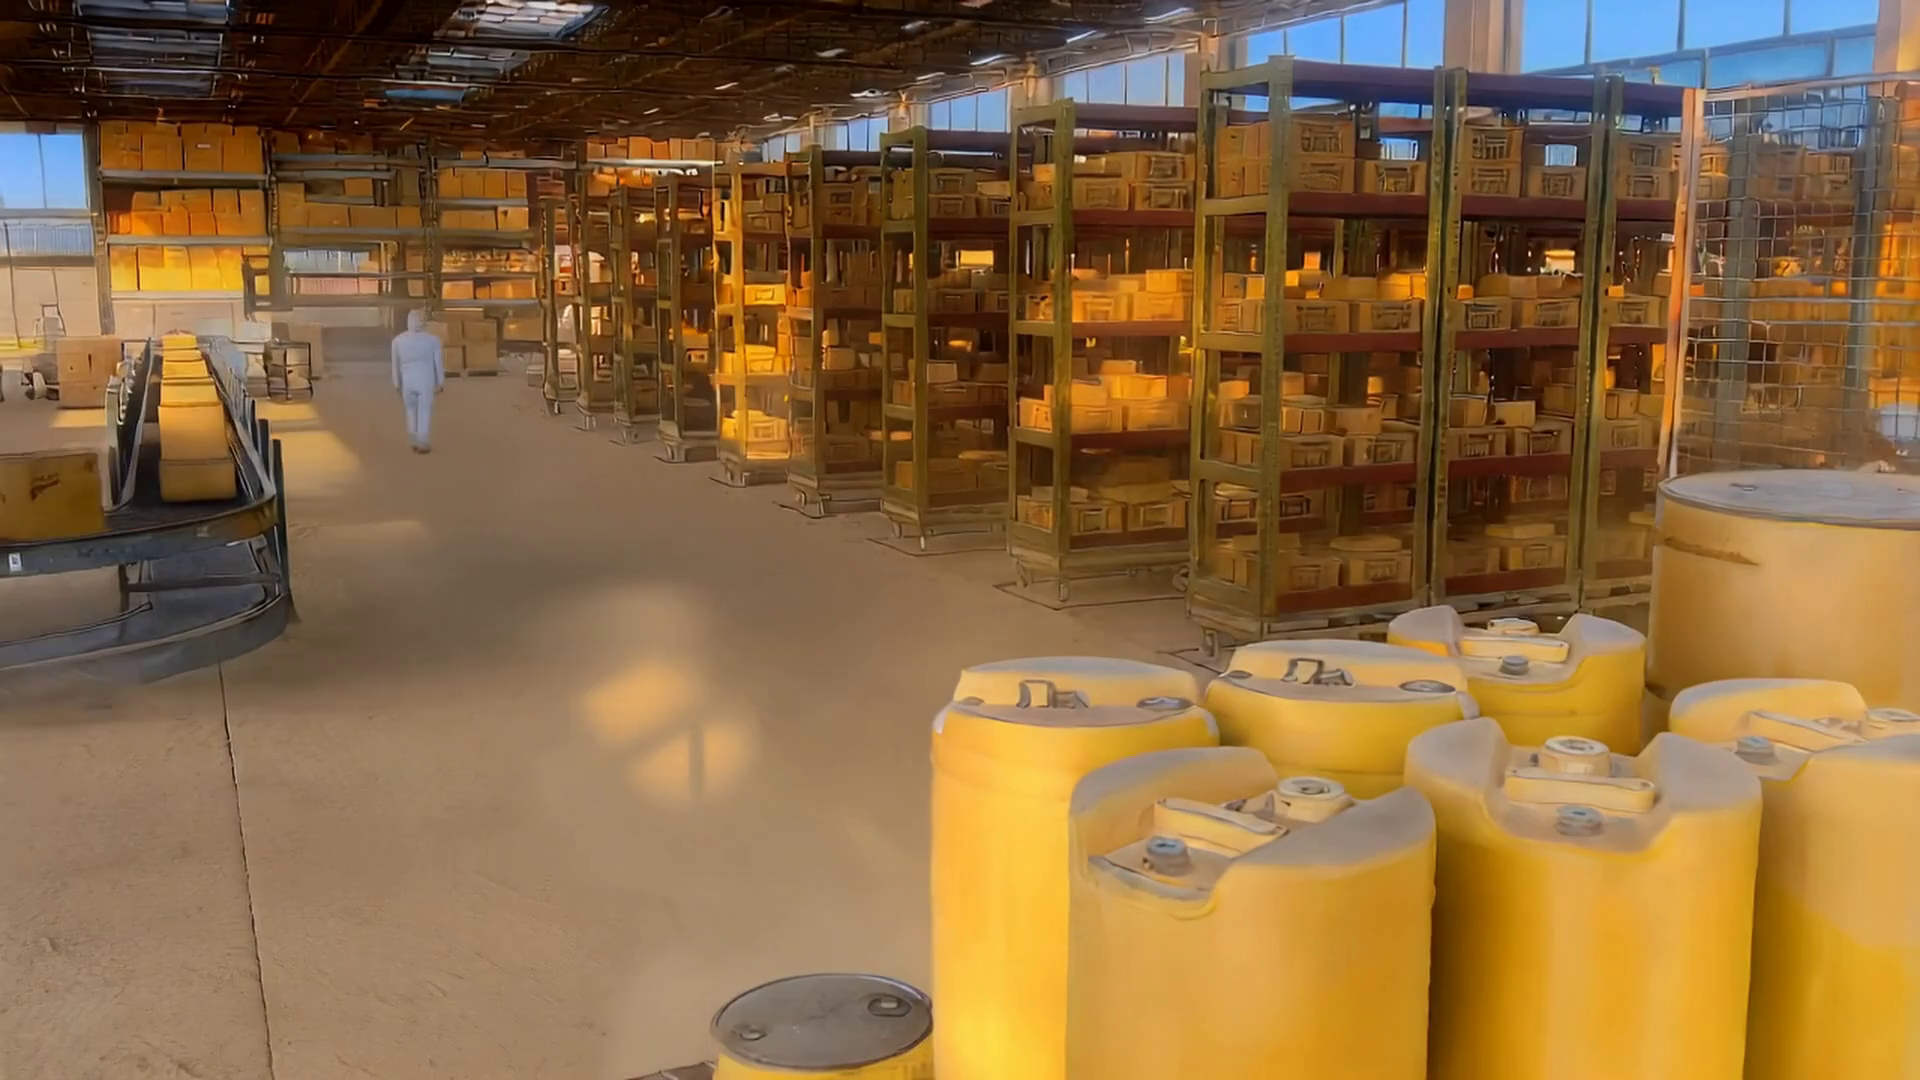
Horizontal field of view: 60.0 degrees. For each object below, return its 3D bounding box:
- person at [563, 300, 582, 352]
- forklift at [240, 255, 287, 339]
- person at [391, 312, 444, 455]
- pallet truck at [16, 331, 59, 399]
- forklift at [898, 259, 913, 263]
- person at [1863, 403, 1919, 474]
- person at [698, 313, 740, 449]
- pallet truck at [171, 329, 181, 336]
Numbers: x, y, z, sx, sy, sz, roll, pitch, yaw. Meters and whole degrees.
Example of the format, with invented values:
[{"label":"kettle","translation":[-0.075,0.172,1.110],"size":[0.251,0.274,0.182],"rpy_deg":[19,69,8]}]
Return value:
[{"label":"person","translation":[-9.379,-5.059,40.406],"size":[0.601,1.940,0.413],"rpy_deg":[4,10,22]},{"label":"forklift","translation":[-16.926,-5.566,40.622],"size":[1.129,2.768,1.873],"rpy_deg":[-6,11,-32]},{"label":"person","translation":[-7.204,-2.089,22.183],"size":[0.648,1.862,0.973],"rpy_deg":[-1,9,-5]},{"label":"pallet truck","translation":[-17.082,-3.353,31.781],"size":[1.630,1.274,0.653],"rpy_deg":[-4,10,-25]},{"label":"forklift","translation":[-1.701,-7.482,52.509],"size":[1.129,2.768,1.873],"rpy_deg":[-4,10,-25]},{"label":"person","translation":[4.491,0.248,7.878],"size":[0.831,1.789,0.601],"rpy_deg":[4,10,24]},{"label":"person","translation":[-3.266,-2.197,22.560],"size":[0.609,1.964,0.643],"rpy_deg":[-4,10,-26]},{"label":"pallet truck","translation":[-17.275,-3.851,35.096],"size":[1.601,1.201,0.680],"rpy_deg":[0,9,1]}]
